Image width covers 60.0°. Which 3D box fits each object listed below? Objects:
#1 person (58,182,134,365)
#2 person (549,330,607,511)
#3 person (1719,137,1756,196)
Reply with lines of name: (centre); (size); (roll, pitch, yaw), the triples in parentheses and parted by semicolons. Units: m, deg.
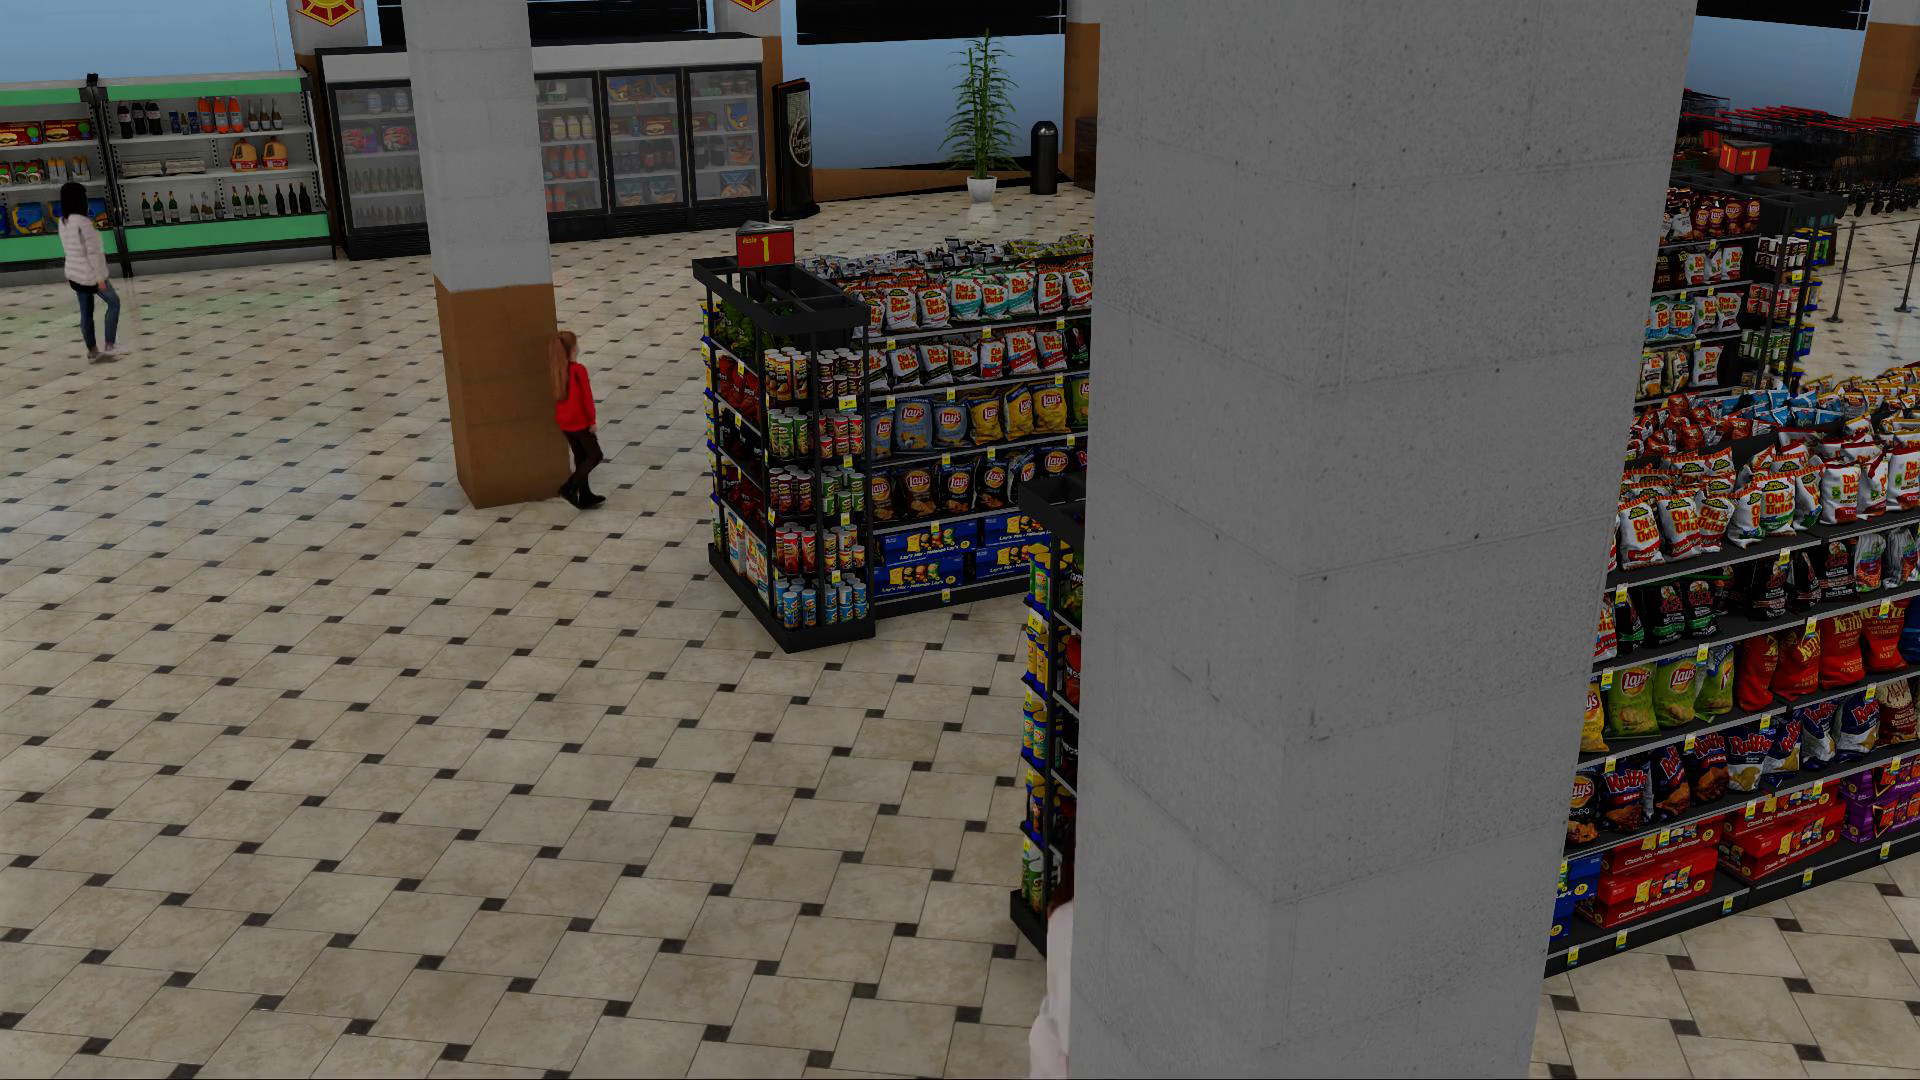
person: (-7.917, -2.378, 14.958); (0.773, 1.629, 0.817); (11, 24, 25)
person: (-2.702, -0.797, 11.511); (0.655, 1.265, 0.749); (18, 28, 38)
person: (7.942, -3.292, 17.137); (0.592, 1.700, 0.661); (-4, 22, -11)
